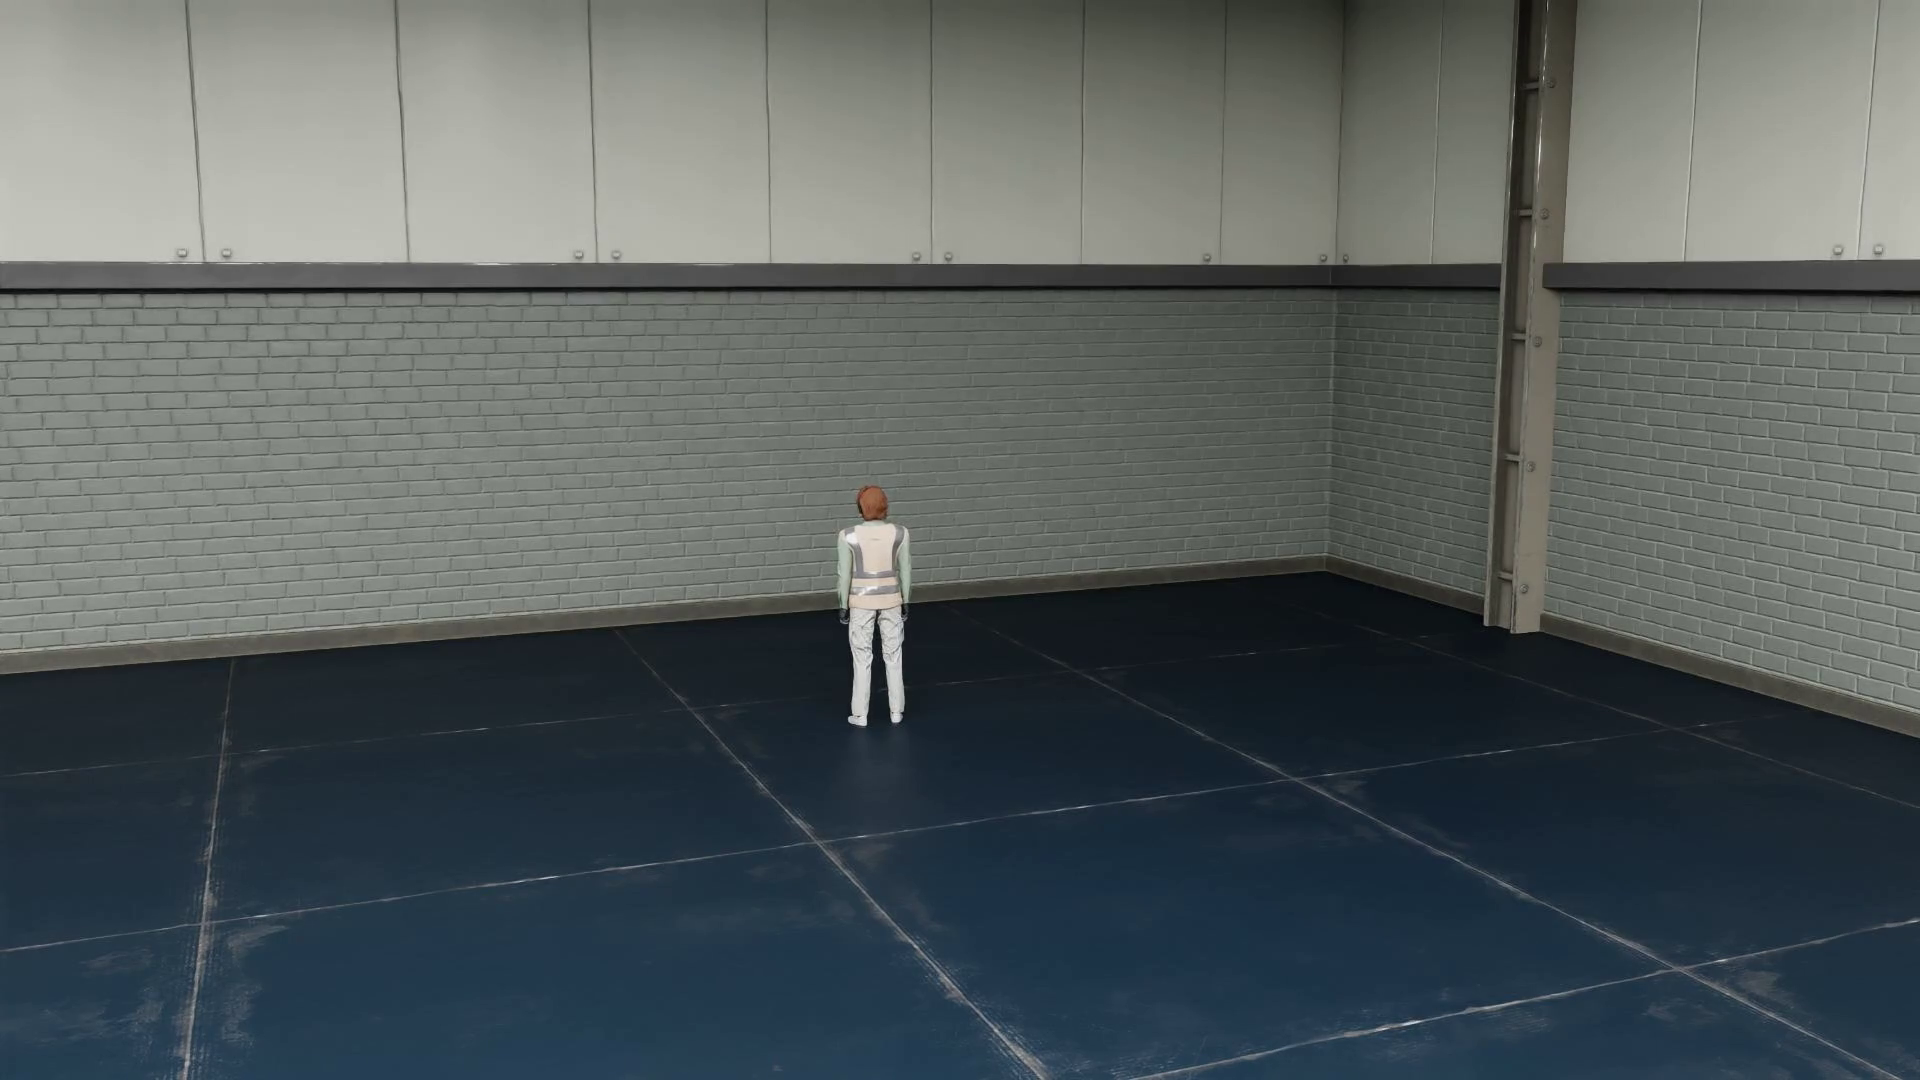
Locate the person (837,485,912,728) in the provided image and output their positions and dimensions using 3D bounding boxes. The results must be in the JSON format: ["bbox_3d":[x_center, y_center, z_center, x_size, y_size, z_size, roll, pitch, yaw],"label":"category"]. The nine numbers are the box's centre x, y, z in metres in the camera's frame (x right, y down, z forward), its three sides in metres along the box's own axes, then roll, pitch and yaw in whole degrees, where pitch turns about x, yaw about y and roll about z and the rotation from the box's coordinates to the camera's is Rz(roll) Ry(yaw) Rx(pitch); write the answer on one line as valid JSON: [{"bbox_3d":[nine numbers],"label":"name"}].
[{"bbox_3d":[-0.570,0.448,11.156,0.514,1.642,0.307,-3,9,-16],"label":"person"}]
